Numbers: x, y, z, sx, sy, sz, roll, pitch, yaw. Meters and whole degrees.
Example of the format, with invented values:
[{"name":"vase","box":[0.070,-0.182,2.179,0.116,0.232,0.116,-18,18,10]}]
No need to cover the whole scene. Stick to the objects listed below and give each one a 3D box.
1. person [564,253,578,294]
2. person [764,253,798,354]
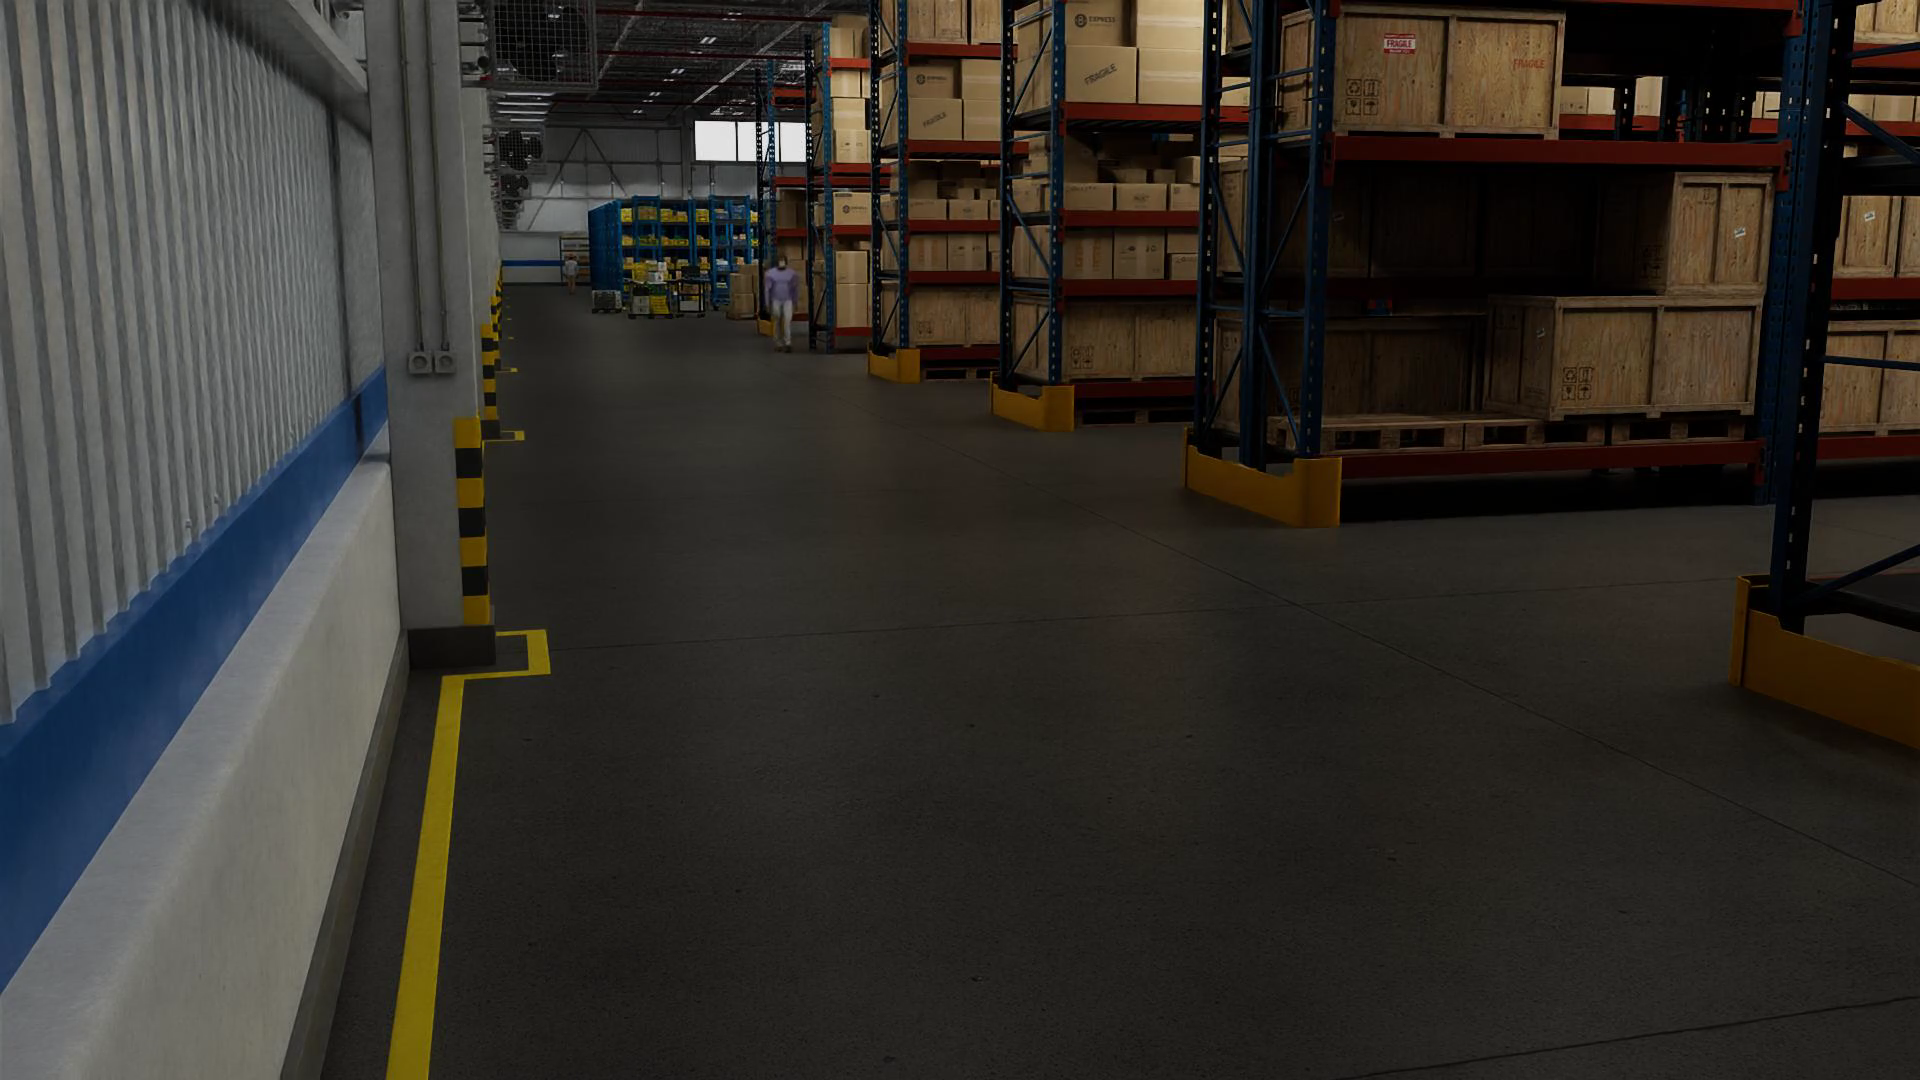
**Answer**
[{"name":"person","box":[-16.476,-11.284,70.513,0.563,1.729,0.747,-1,10,-6]},{"name":"person","box":[-3.387,-4.487,31.595,0.649,1.883,1.046,-2,10,-9]}]
